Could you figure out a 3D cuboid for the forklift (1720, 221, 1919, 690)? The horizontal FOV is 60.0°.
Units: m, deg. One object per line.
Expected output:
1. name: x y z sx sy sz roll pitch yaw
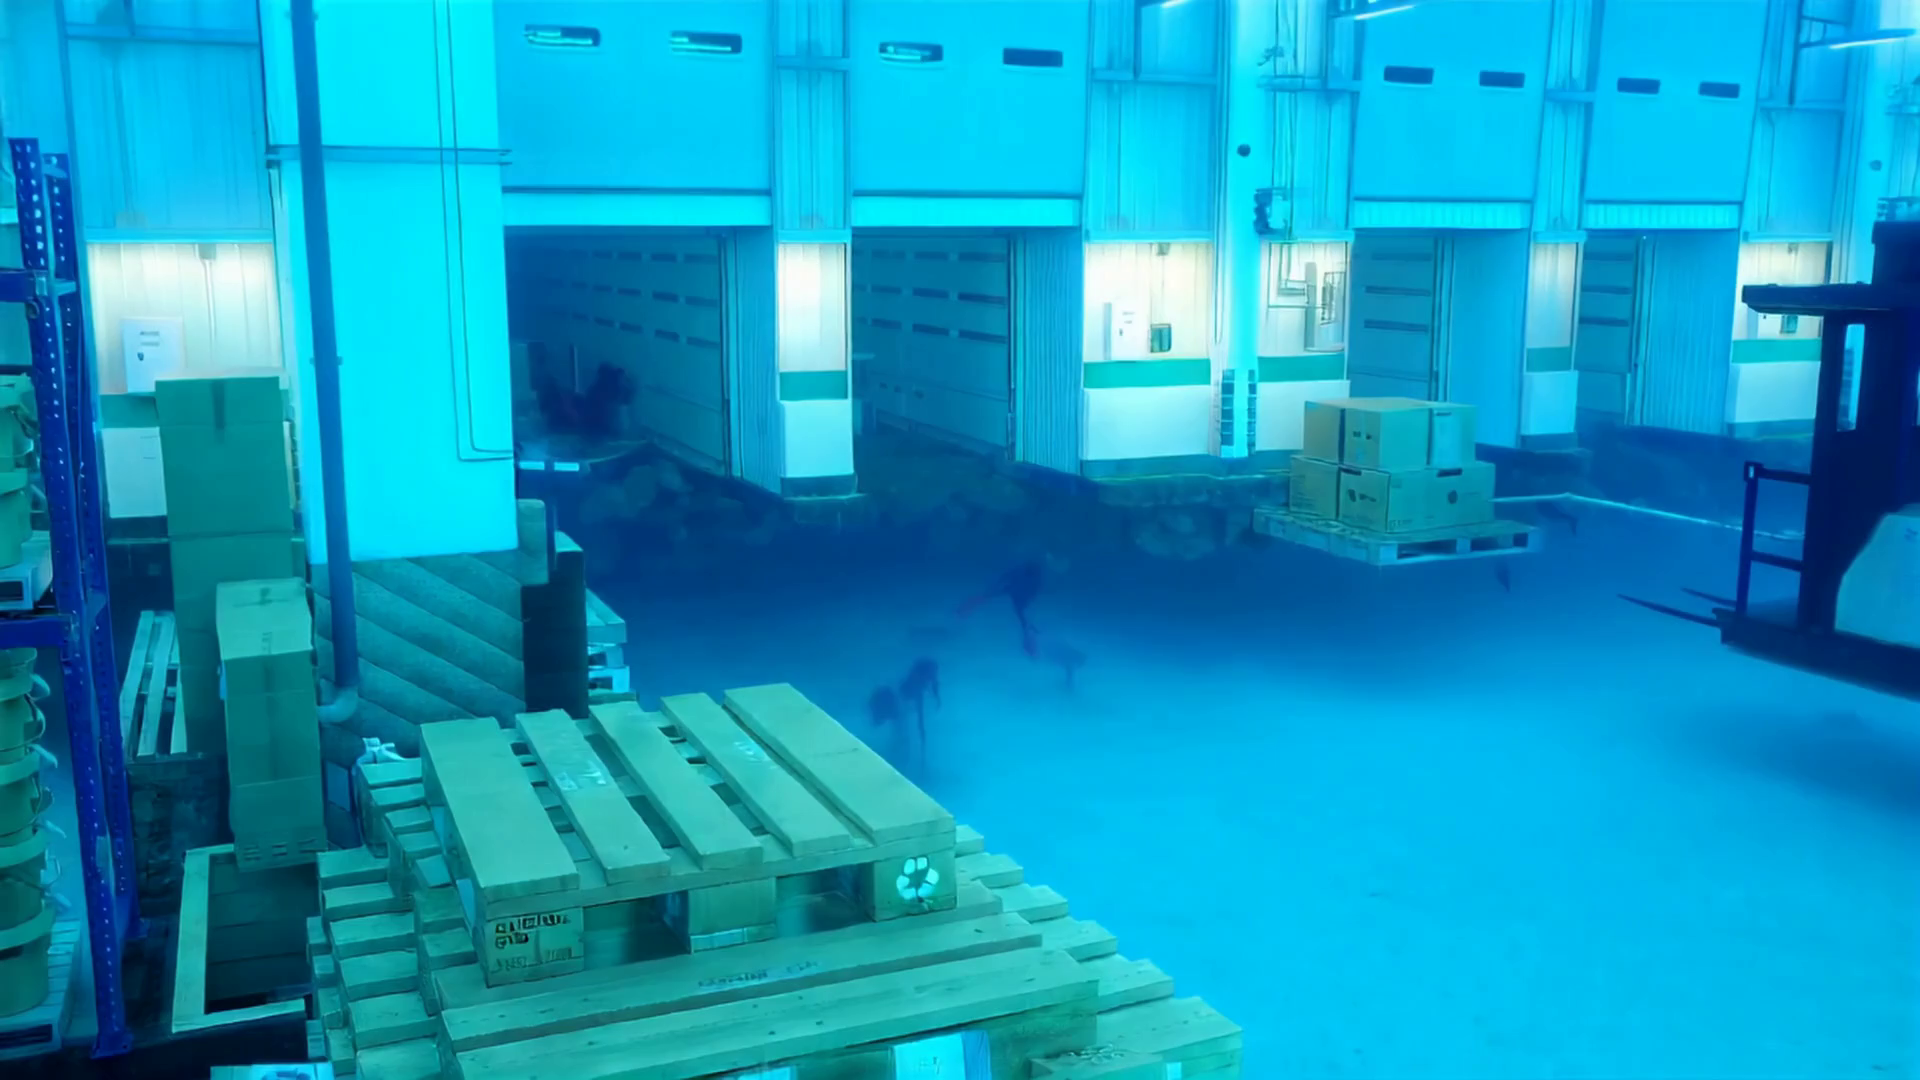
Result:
1. forklift: 5.949 -0.550 10.218 1.129 2.768 1.873 -4 11 -23
